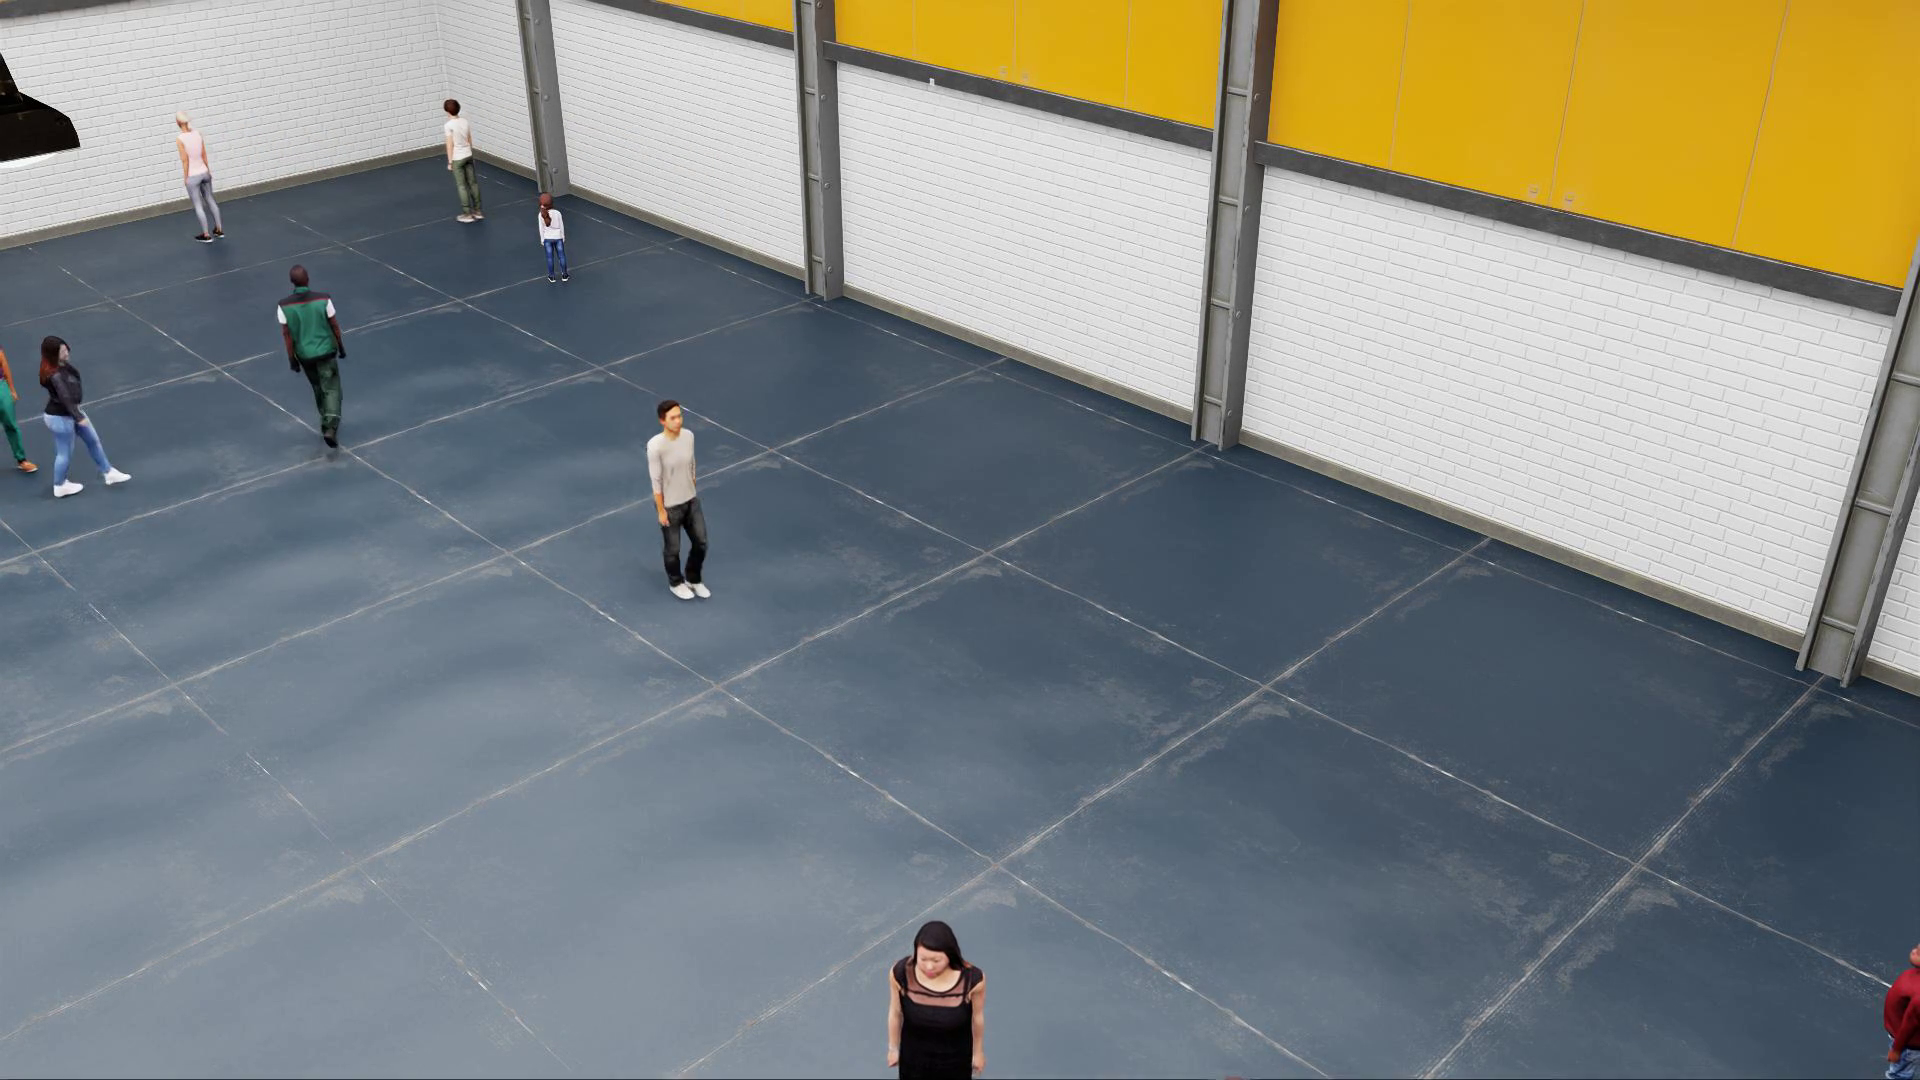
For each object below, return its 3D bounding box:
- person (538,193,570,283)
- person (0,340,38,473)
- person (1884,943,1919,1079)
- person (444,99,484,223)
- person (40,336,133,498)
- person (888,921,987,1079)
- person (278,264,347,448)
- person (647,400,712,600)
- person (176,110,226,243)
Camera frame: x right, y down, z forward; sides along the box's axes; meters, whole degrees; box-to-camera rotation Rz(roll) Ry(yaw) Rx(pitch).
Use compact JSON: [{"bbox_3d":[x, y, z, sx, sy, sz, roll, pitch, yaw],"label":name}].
[{"bbox_3d":[-5.074,-3.778,20.703,0.519,1.113,0.557,-9,30,-16],"label":"person"},{"bbox_3d":[-9.186,-1.408,15.682,0.656,1.761,0.615,-19,34,-31],"label":"person"},{"bbox_3d":[5.066,2.613,8.841,0.507,1.253,0.512,21,35,33],"label":"person"},{"bbox_3d":[-6.814,-5.195,22.737,0.577,1.653,0.616,19,34,31],"label":"person"},{"bbox_3d":[-8.318,-1.141,15.359,0.989,1.601,0.995,-13,31,-23],"label":"person"},{"bbox_3d":[-0.124,2.588,8.400,0.742,1.718,0.822,3,29,6],"label":"person"},{"bbox_3d":[-6.297,-1.773,16.303,1.108,1.806,1.262,-5,29,-8],"label":"person"},{"bbox_3d":[-2.394,-0.338,13.681,0.660,1.798,0.637,-24,37,-37],"label":"person"},{"bbox_3d":[-10.074,-4.811,21.958,0.579,1.725,0.602,16,32,26],"label":"person"}]
